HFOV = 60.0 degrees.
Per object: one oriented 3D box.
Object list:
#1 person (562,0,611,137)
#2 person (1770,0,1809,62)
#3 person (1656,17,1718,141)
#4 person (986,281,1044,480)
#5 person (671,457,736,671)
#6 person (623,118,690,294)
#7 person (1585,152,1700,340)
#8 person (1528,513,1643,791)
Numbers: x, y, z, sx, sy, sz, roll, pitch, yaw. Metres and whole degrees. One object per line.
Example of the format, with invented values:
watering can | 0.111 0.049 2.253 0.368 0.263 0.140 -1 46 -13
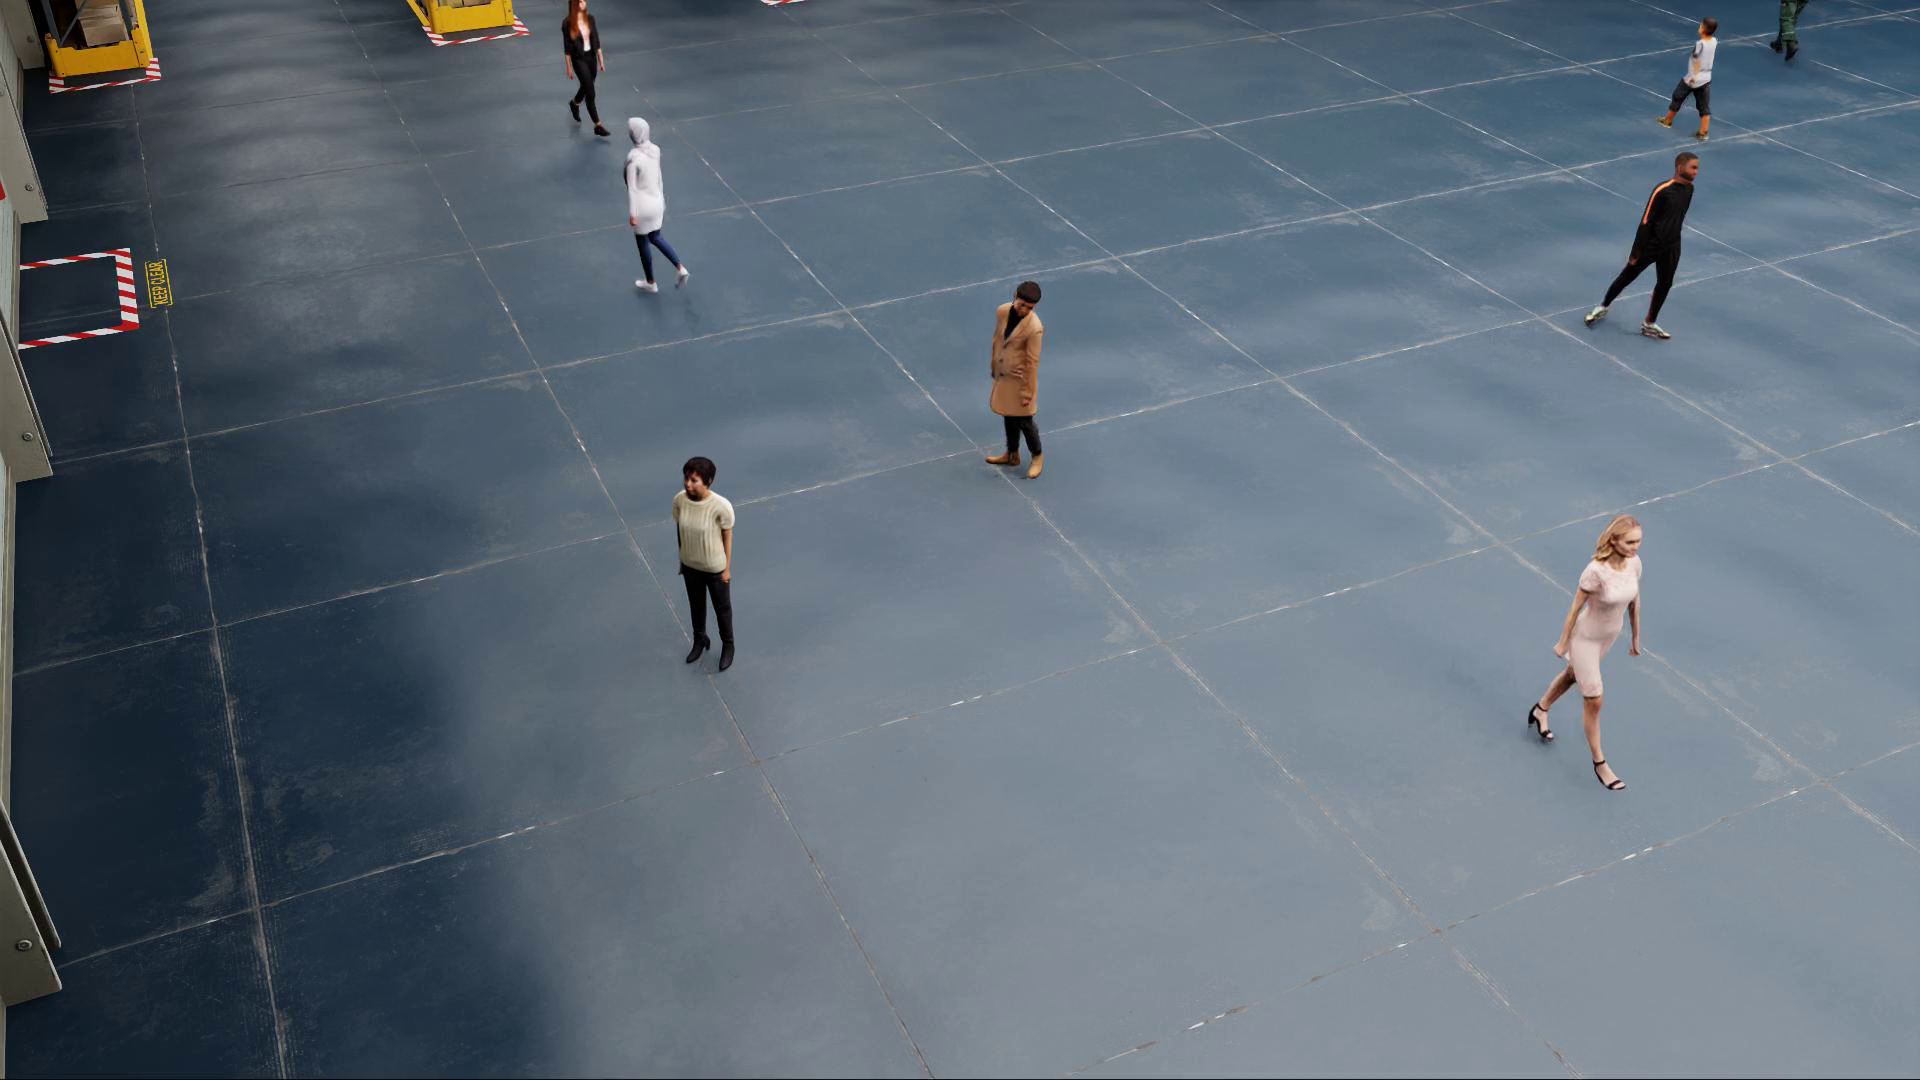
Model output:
person | -4.584 -5.763 20.060 0.842 1.676 1.208 -27 42 -35
person | 11.359 -7.436 22.451 1.013 1.875 1.262 0 33 0
person | 8.943 -5.579 20.012 0.629 1.420 1.025 -11 34 -16
person | 0.430 -1.323 13.220 0.810 1.691 0.663 -10 34 -15
person | -1.692 0.147 11.053 0.636 1.588 0.704 12 35 18
person | -2.946 -3.165 15.987 1.003 1.761 0.878 19 38 27
person | 6.352 -2.729 15.307 0.797 1.772 0.960 -8 34 -12
person | 3.821 0.583 10.208 0.590 1.778 1.060 -14 35 -20
